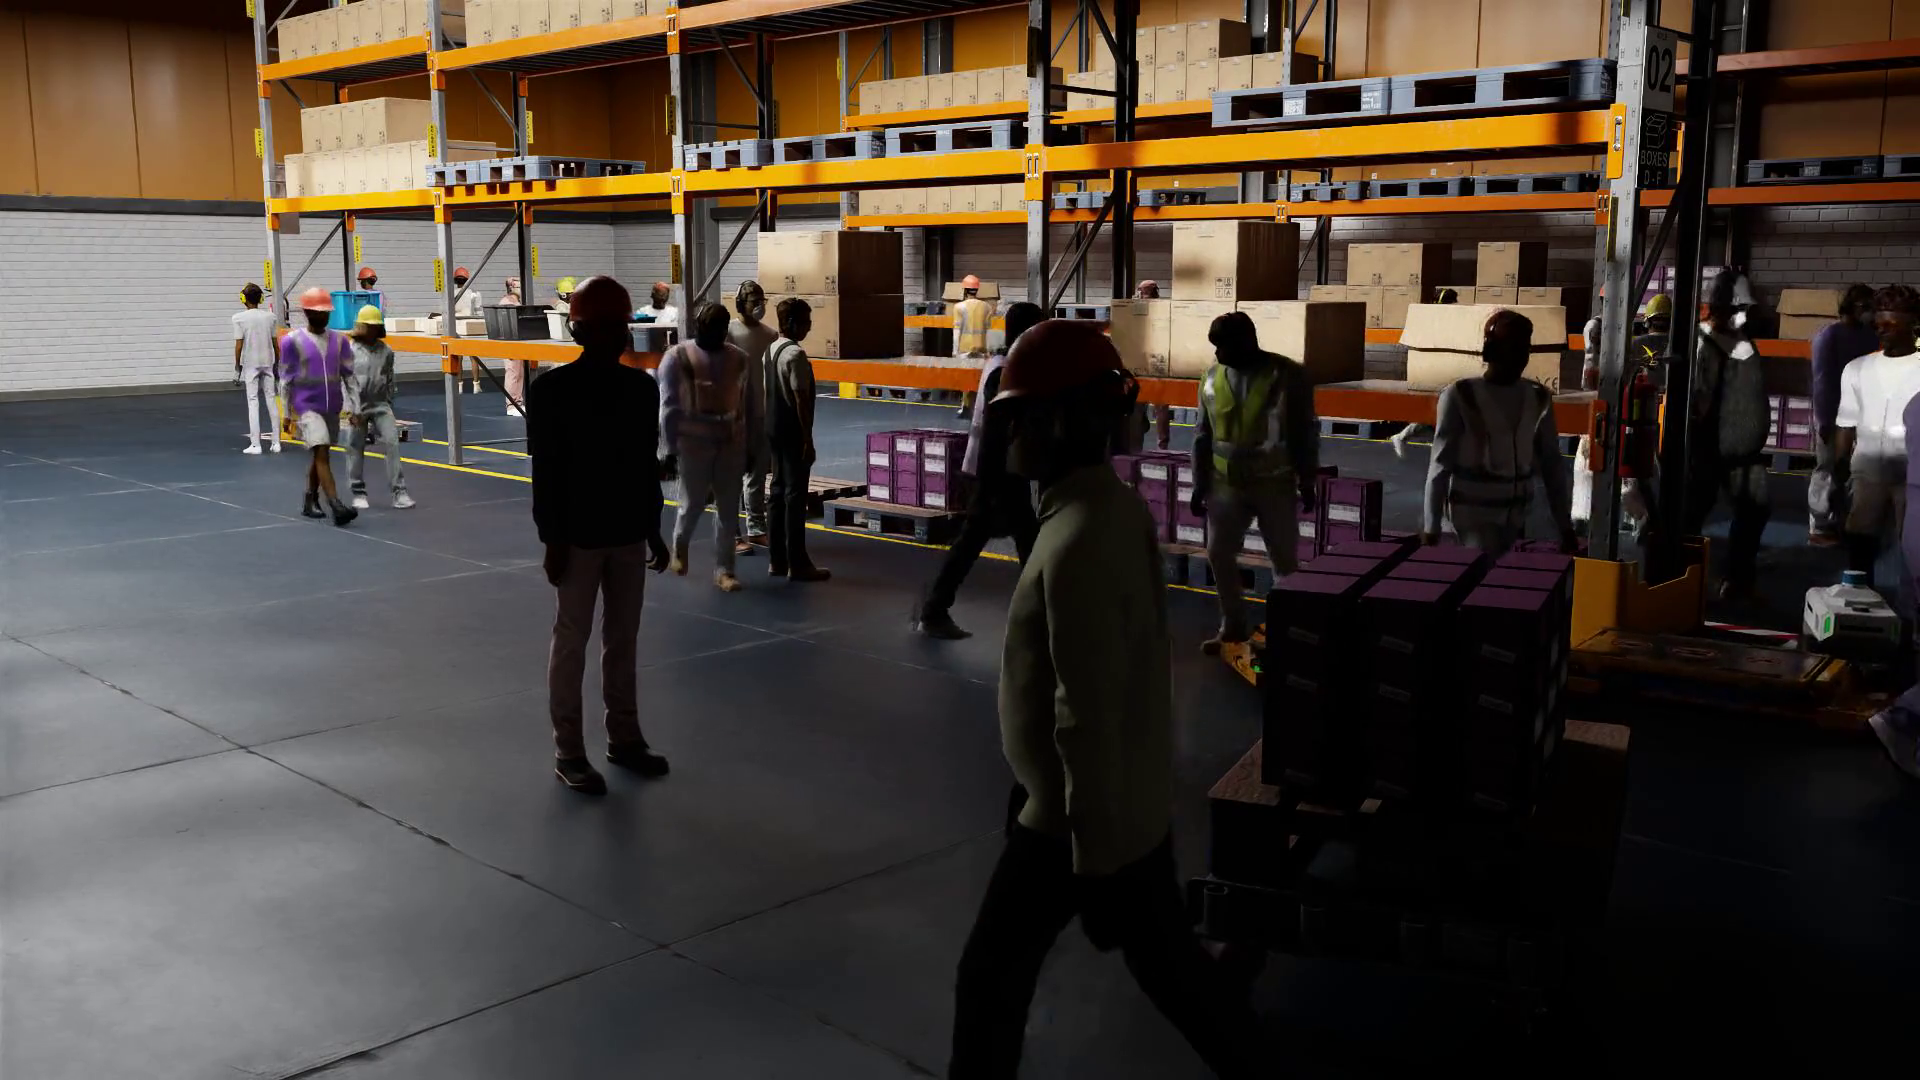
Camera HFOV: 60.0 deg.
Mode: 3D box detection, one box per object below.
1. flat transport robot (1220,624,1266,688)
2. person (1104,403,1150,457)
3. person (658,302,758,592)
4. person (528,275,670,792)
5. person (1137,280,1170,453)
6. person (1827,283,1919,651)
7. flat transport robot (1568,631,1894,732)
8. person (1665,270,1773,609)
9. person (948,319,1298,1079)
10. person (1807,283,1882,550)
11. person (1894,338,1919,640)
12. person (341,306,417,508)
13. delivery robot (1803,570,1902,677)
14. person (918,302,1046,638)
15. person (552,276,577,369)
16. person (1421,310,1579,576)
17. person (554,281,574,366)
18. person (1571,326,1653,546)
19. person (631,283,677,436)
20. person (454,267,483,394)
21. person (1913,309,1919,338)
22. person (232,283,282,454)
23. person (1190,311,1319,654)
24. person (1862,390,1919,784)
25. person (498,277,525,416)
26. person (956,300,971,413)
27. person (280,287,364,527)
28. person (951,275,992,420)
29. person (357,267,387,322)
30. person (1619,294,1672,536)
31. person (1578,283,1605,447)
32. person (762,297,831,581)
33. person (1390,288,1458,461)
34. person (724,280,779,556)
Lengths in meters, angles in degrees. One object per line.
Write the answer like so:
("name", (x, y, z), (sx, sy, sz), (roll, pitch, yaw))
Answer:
("flat transport robot", (2.078, 0.547, 8.269), (1.431, 0.197, 0.652), (-1, 9, -6))
("person", (1.319, -0.982, 13.454), (0.514, 1.641, 0.315), (-6, 11, -32))
("person", (-1.596, -0.593, 10.532), (0.632, 1.821, 0.548), (-5, 10, -27))
("person", (-1.399, -0.033, 6.552), (0.388, 1.996, 0.612), (8, 12, 41))
("person", (2.021, -1.831, 17.869), (0.638, 1.902, 0.407), (-2, 9, -10))
("person", (4.803, -0.335, 8.530), (0.632, 1.950, 0.666), (-7, 12, -36))
("flat transport robot", (3.515, 0.627, 7.782), (1.431, 0.197, 0.652), (7, 11, 36))
("person", (4.523, -0.579, 9.765), (0.699, 2.000, 0.694), (-6, 11, -30))
("person", (0.324, 0.525, 3.360), (1.064, 1.941, 0.600), (3, 10, 18))
("person", (6.351, -0.868, 11.905), (0.662, 1.918, 0.493), (-4, 10, -22))
("person", (5.394, -0.315, 9.188), (0.591, 1.694, 0.946), (5, 11, 30))
("person", (-4.903, -1.089, 13.910), (0.505, 1.713, 0.805), (-8, 13, -42))
("delivery robot", (4.324, 0.391, 8.073), (0.477, 0.478, 0.707), (4, 10, 20))
("person", (0.243, -0.356, 8.997), (1.031, 1.854, 0.618), (0, 9, 2))
("person", (-6.340, -3.274, 26.695), (0.600, 1.909, 0.725), (5, 11, 29))
("person", (2.404, -0.081, 7.311), (0.582, 1.827, 1.012), (-4, 10, -23))
("person", (-6.026, -3.046, 25.522), (0.404, 1.832, 0.598), (-2, 9, -12))
("person", (4.689, -0.736, 12.017), (0.516, 1.618, 0.659), (-7, 12, -37))
("person", (-3.697, -2.189, 20.246), (0.655, 1.826, 0.945), (-1, 9, -9))
("person", (-8.040, -3.386, 26.965), (0.607, 2.044, 0.372), (-3, 10, -18))
("person", (8.523, -1.207, 14.694), (0.540, 1.681, 0.396), (-9, 13, -42))
("person", (-7.708, -1.874, 18.223), (0.517, 1.873, 0.328), (-9, 13, -44))
("person", (1.527, -0.275, 8.629), (0.682, 1.807, 0.440), (5, 11, 30))
("person", (3.837, 0.046, 6.438), (0.504, 1.879, 0.648), (0, 9, 3))
("person", (-6.119, -2.667, 22.976), (0.410, 1.909, 0.643), (1, 9, 3))
("person", (0.170, -2.575, 23.281), (0.495, 1.626, 0.285), (-4, 10, -25))
("person", (-5.054, -1.061, 13.220), (1.042, 1.874, 0.562), (8, 12, 41))
("person", (0.149, -2.567, 22.314), (0.564, 1.932, 0.454), (-4, 10, -24))
("person", (-9.207, -3.222, 25.957), (0.374, 2.042, 0.615), (3, 10, 18))
("person", (5.248, -0.936, 12.590), (0.603, 1.830, 0.404), (0, 9, 2))
("person", (5.788, -1.368, 14.925), (0.376, 1.934, 0.547), (9, 13, 44))
("person", (-1.094, -0.655, 10.844), (0.345, 1.840, 0.504), (-6, 11, -34))
("person", (4.844, -1.671, 17.095), (0.802, 1.840, 0.521), (6, 11, 33))
("person", (-1.497, -0.870, 11.856), (0.370, 1.940, 0.627), (7, 12, 37))
